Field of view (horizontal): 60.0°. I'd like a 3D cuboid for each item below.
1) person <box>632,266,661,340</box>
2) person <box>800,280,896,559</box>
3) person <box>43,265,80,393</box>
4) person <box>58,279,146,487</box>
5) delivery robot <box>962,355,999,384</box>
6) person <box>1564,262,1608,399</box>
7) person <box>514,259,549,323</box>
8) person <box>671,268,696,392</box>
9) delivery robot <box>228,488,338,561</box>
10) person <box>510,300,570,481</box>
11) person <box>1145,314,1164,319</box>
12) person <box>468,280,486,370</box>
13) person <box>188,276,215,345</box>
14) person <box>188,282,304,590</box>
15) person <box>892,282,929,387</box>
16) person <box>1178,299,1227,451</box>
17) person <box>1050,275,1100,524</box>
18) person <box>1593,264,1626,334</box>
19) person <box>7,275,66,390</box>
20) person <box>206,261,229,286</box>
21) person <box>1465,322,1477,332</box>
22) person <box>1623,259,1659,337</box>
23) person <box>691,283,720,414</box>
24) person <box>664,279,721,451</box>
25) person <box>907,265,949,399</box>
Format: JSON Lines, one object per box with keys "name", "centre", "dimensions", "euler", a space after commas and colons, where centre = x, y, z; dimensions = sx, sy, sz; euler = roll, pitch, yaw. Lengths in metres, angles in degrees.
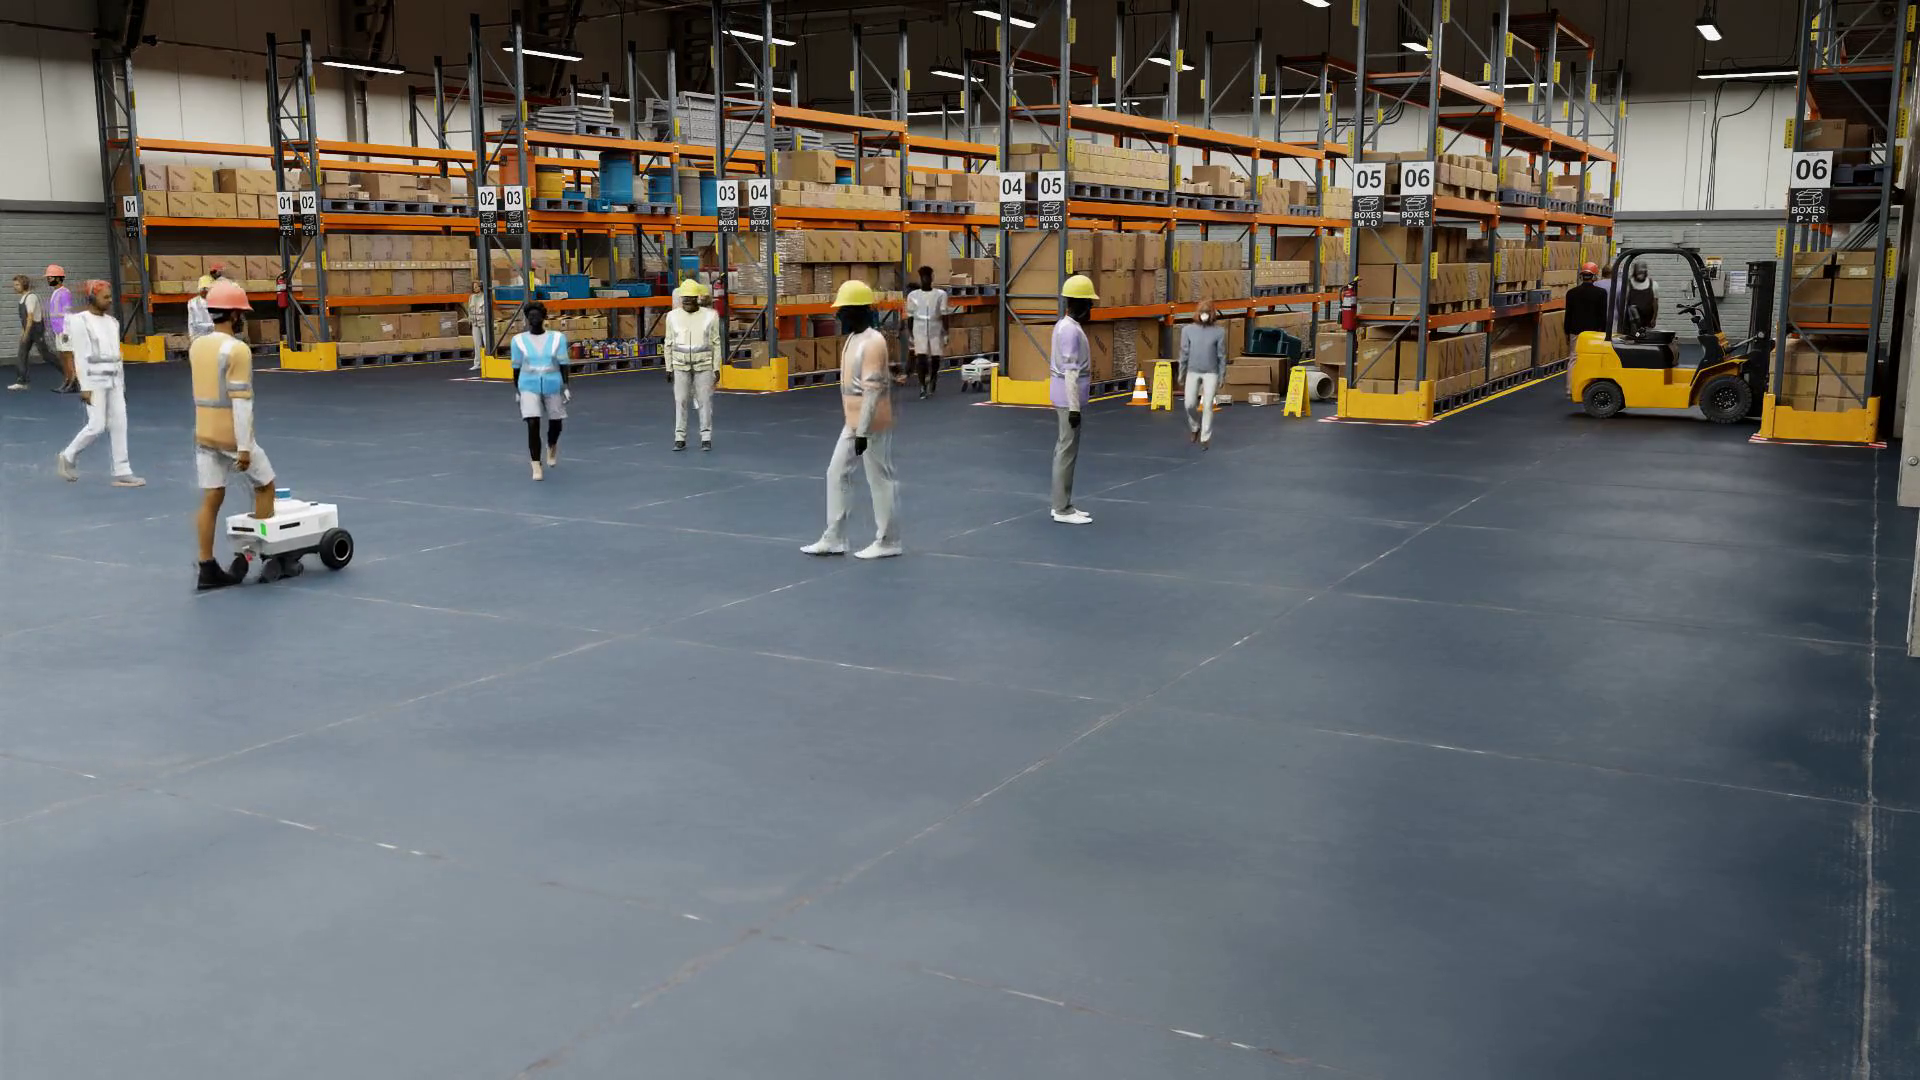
{"name": "person", "centre": [-6.769, -4.996, 36.080], "dimensions": [0.523, 1.842, 0.798], "euler": [4, 10, 22]}
{"name": "person", "centre": [-0.776, -0.795, 11.278], "dimensions": [0.778, 1.901, 0.613], "euler": [-4, 10, -21]}
{"name": "person", "centre": [-13.622, -3.188, 25.200], "dimensions": [0.362, 1.939, 0.543], "euler": [-8, 13, -41]}
{"name": "person", "centre": [-7.736, -1.397, 14.911], "dimensions": [0.690, 1.869, 0.594], "euler": [2, 10, 13]}
{"name": "delivery robot", "centre": [0.323, -2.614, 25.612], "dimensions": [0.477, 0.478, 0.707], "euler": [6, 11, 30]}
{"name": "person", "centre": [9.047, -3.012, 24.059], "dimensions": [0.603, 1.986, 0.412], "euler": [9, 13, 41]}
{"name": "person", "centre": [-8.628, -4.655, 33.616], "dimensions": [0.633, 1.993, 1.015], "euler": [5, 11, 26]}
{"name": "person", "centre": [-4.078, -3.180, 25.298], "dimensions": [0.709, 1.900, 0.697], "euler": [8, 13, 40]}
{"name": "delivery robot", "centre": [-4.411, -0.093, 10.852], "dimensions": [0.477, 0.478, 0.707], "euler": [4, 10, 22]}
{"name": "person", "centre": [-3.930, -1.413, 15.566], "dimensions": [0.537, 1.673, 0.644], "euler": [-3, 10, -17]}
{"name": "person", "centre": [3.832, -4.296, 31.995], "dimensions": [0.590, 1.830, 0.525], "euler": [6, 12, 33]}
{"name": "person", "centre": [-8.713, -3.898, 30.231], "dimensions": [0.512, 1.642, 0.311], "euler": [4, 10, 22]}
{"name": "person", "centre": [-11.063, -3.001, 24.567], "dimensions": [0.616, 1.782, 0.922], "euler": [-3, 10, -17]}
{"name": "person", "centre": [-4.536, -0.662, 10.503], "dimensions": [0.565, 1.906, 0.809], "euler": [5, 11, 27]}
{"name": "person", "centre": [-0.761, -3.278, 26.557], "dimensions": [0.879, 1.646, 0.540], "euler": [-7, 12, -36]}
{"name": "person", "centre": [2.591, -1.766, 17.782], "dimensions": [0.528, 1.619, 0.352], "euler": [2, 10, 14]}
{"name": "person", "centre": [0.890, -1.092, 12.966], "dimensions": [0.382, 1.924, 0.594], "euler": [0, 10, 0]}
{"name": "person", "centre": [11.138, -3.784, 28.704], "dimensions": [0.629, 1.936, 0.371], "euler": [5, 11, 27]}
{"name": "person", "centre": [-14.414, -3.249, 26.004], "dimensions": [0.494, 1.801, 0.950], "euler": [8, 12, 38]}
{"name": "person", "centre": [-14.551, -4.508, 32.819], "dimensions": [0.638, 1.975, 0.517], "euler": [7, 12, 35]}
{"name": "person", "centre": [10.283, -4.530, 33.378], "dimensions": [0.540, 1.834, 0.910], "euler": [6, 11, 31]}
{"name": "person", "centre": [12.015, -3.973, 29.499], "dimensions": [0.699, 2.000, 0.668], "euler": [2, 10, 10]}
{"name": "person", "centre": [-3.444, -2.560, 22.186], "dimensions": [0.487, 1.720, 0.784], "euler": [-2, 10, -13]}
{"name": "person", "centre": [-2.849, -1.854, 17.713], "dimensions": [0.599, 1.827, 0.403], "euler": [0, 10, -3]}
{"name": "person", "centre": [-0.472, -3.053, 24.400], "dimensions": [0.627, 1.944, 0.682], "euler": [0, 10, -2]}
